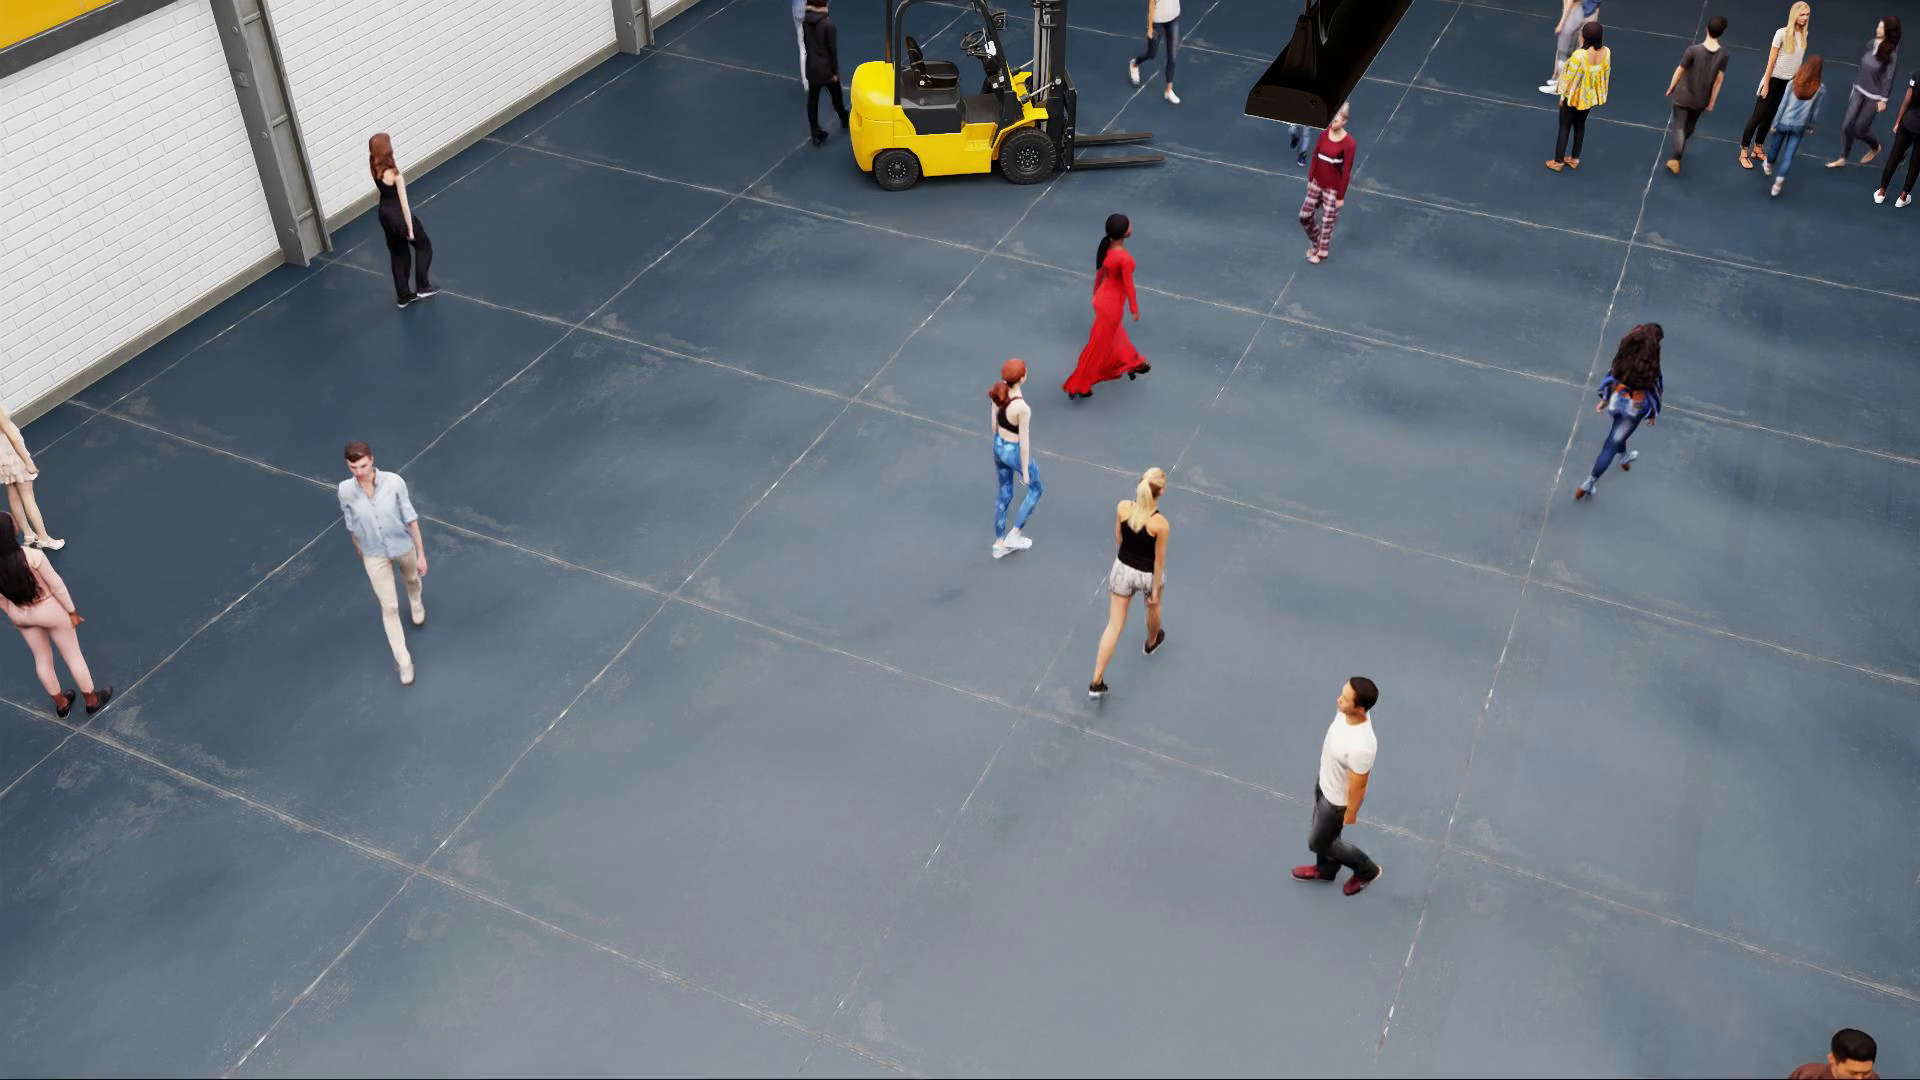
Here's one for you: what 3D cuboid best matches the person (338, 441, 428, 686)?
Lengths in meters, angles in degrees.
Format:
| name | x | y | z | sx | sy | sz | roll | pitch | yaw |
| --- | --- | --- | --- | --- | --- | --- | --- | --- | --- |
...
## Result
| name | x | y | z | sx | sy | sz | roll | pitch | yaw |
| --- | --- | --- | --- | --- | --- | --- | --- | --- | --- |
| person | -4.079 | 0.019 | 11.934 | 1.190 | 1.799 | 1.246 | -13 | 40 | -15 |

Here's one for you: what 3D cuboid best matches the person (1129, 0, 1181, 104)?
| name | x | y | z | sx | sy | sz | roll | pitch | yaw |
| --- | --- | --- | --- | --- | --- | --- | --- | --- | --- |
| person | 2.334 | -6.104 | 19.614 | 1.115 | 1.784 | 1.077 | -20 | 43 | -23 |

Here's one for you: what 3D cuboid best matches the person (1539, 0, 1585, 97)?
| name | x | y | z | sx | sy | sz | roll | pitch | yaw |
| --- | --- | --- | --- | --- | --- | --- | --- | --- | --- |
| person | 7.270 | -6.145 | 19.731 | 0.658 | 1.703 | 0.523 | 25 | 45 | 28 |

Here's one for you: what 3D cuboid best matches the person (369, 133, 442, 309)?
| name | x | y | z | sx | sy | sz | roll | pitch | yaw |
| --- | --- | --- | --- | --- | --- | --- | --- | --- | --- |
| person | -5.407 | -2.988 | 15.756 | 0.582 | 1.729 | 0.664 | 16 | 41 | 19 |

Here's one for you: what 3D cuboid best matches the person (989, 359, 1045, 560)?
| name | x | y | z | sx | sy | sz | roll | pitch | yaw |
| --- | --- | --- | --- | --- | --- | --- | --- | --- | --- |
| person | 0.330 | -0.564 | 12.695 | 0.759 | 1.771 | 0.706 | -28 | 47 | -31 |

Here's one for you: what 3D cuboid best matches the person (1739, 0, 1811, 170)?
| name | x | y | z | sx | sy | sz | roll | pitch | yaw |
| --- | --- | --- | --- | --- | --- | --- | --- | --- | --- |
| person | 8.920 | -4.989 | 18.184 | 0.662 | 1.827 | 0.737 | -16 | 41 | -19 |

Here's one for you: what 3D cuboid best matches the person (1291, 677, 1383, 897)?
| name | x | y | z | sx | sy | sz | roll | pitch | yaw |
| --- | --- | --- | --- | --- | --- | --- | --- | --- | --- |
| person | 2.401 | 1.510 | 10.083 | 0.853 | 1.791 | 0.813 | 2 | 39 | 3 |

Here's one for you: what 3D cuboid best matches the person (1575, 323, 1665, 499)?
| name | x | y | z | sx | sy | sz | roll | pitch | yaw |
| --- | --- | --- | --- | --- | --- | --- | --- | --- | --- |
| person | 5.313 | -1.002 | 13.397 | 1.142 | 1.571 | 0.950 | -25 | 45 | -28 |

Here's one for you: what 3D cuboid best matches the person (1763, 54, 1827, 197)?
| name | x | y | z | sx | sy | sz | roll | pitch | yaw |
| --- | --- | --- | --- | --- | --- | --- | --- | --- | --- |
| person | 8.876 | -4.395 | 17.757 | 0.627 | 1.432 | 0.956 | 13 | 41 | 16 |

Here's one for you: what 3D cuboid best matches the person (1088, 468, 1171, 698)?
| name | x | y | z | sx | sy | sz | roll | pitch | yaw |
| --- | --- | --- | --- | --- | --- | --- | --- | --- | --- |
| person | 1.181 | 0.299 | 11.588 | 0.662 | 1.795 | 1.240 | 20 | 43 | 23 |

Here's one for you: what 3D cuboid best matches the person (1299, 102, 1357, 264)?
| name | x | y | z | sx | sy | sz | roll | pitch | yaw |
| --- | --- | --- | --- | --- | --- | --- | --- | --- | --- |
| person | 3.692 | -3.538 | 16.474 | 0.715 | 1.694 | 0.734 | -30 | 47 | -32 |

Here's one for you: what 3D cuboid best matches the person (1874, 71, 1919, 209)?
| name | x | y | z | sx | sy | sz | roll | pitch | yaw |
| --- | --- | --- | --- | --- | --- | --- | --- | --- | --- |
| person | 10.052 | -4.337 | 17.445 | 0.635 | 1.729 | 0.612 | 22 | 43 | 25 |

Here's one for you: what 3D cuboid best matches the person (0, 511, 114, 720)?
| name | x | y | z | sx | sy | sz | roll | pitch | yaw |
| --- | --- | --- | --- | --- | --- | --- | --- | --- | --- |
| person | -6.288 | 0.522 | 11.367 | 0.693 | 1.722 | 0.687 | -2 | 39 | -2 |

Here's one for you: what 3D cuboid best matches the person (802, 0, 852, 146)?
| name | x | y | z | sx | sy | sz | roll | pitch | yaw |
| --- | --- | --- | --- | --- | --- | --- | --- | --- | --- |
| person | -1.587 | -5.256 | 18.585 | 0.694 | 1.743 | 1.008 | 20 | 43 | 23 |

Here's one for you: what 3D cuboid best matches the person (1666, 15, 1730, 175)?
| name | x | y | z | sx | sy | sz | roll | pitch | yaw |
| --- | --- | --- | --- | --- | --- | --- | --- | --- | --- |
| person | 7.979 | -4.799 | 18.068 | 0.827 | 1.674 | 1.098 | 5 | 39 | 6 |

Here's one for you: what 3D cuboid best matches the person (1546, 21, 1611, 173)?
| name | x | y | z | sx | sy | sz | roll | pitch | yaw |
| --- | --- | --- | --- | --- | --- | --- | --- | --- | --- |
| person | 6.741 | -4.819 | 18.111 | 0.877 | 1.652 | 0.941 | -17 | 42 | -20 |

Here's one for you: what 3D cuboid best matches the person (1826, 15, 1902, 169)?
| name | x | y | z | sx | sy | sz | roll | pitch | yaw |
| --- | --- | --- | --- | --- | --- | --- | --- | --- | --- |
| person | 9.939 | -4.840 | 18.060 | 0.926 | 1.749 | 0.868 | -8 | 39 | -10 |

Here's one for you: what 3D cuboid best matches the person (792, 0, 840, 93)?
| name | x | y | z | sx | sy | sz | roll | pitch | yaw |
| --- | --- | --- | --- | --- | --- | --- | --- | --- | --- |
| person | -1.816 | -6.232 | 19.715 | 0.795 | 1.859 | 1.042 | 7 | 39 | 9 |

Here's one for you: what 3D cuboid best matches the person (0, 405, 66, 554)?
| name | x | y | z | sx | sy | sz | roll | pitch | yaw |
| --- | --- | --- | --- | --- | --- | --- | --- | --- | --- |
| person | -7.338 | -0.623 | 12.789 | 0.568 | 1.736 | 0.517 | 15 | 41 | 18 |

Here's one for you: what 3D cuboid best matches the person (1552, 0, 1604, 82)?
| name | x | y | z | sx | sy | sz | roll | pitch | yaw |
| --- | --- | --- | --- | --- | --- | --- | --- | --- | --- |
| person | 7.457 | -6.337 | 19.979 | 0.670 | 1.703 | 0.650 | 28 | 46 | 31 |

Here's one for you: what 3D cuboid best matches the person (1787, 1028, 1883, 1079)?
| name | x | y | z | sx | sy | sz | roll | pitch | yaw |
| --- | --- | --- | --- | --- | --- | --- | --- | --- | --- |
| person | 4.205 | 2.950 | 8.312 | 1.006 | 1.740 | 1.262 | -1 | 39 | -2 |

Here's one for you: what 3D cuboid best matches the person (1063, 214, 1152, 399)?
| name | x | y | z | sx | sy | sz | roll | pitch | yaw |
| --- | --- | --- | --- | --- | --- | --- | --- | --- | --- |
| person | 1.229 | -1.982 | 14.506 | 1.219 | 1.729 | 1.130 | -14 | 41 | -17 |
